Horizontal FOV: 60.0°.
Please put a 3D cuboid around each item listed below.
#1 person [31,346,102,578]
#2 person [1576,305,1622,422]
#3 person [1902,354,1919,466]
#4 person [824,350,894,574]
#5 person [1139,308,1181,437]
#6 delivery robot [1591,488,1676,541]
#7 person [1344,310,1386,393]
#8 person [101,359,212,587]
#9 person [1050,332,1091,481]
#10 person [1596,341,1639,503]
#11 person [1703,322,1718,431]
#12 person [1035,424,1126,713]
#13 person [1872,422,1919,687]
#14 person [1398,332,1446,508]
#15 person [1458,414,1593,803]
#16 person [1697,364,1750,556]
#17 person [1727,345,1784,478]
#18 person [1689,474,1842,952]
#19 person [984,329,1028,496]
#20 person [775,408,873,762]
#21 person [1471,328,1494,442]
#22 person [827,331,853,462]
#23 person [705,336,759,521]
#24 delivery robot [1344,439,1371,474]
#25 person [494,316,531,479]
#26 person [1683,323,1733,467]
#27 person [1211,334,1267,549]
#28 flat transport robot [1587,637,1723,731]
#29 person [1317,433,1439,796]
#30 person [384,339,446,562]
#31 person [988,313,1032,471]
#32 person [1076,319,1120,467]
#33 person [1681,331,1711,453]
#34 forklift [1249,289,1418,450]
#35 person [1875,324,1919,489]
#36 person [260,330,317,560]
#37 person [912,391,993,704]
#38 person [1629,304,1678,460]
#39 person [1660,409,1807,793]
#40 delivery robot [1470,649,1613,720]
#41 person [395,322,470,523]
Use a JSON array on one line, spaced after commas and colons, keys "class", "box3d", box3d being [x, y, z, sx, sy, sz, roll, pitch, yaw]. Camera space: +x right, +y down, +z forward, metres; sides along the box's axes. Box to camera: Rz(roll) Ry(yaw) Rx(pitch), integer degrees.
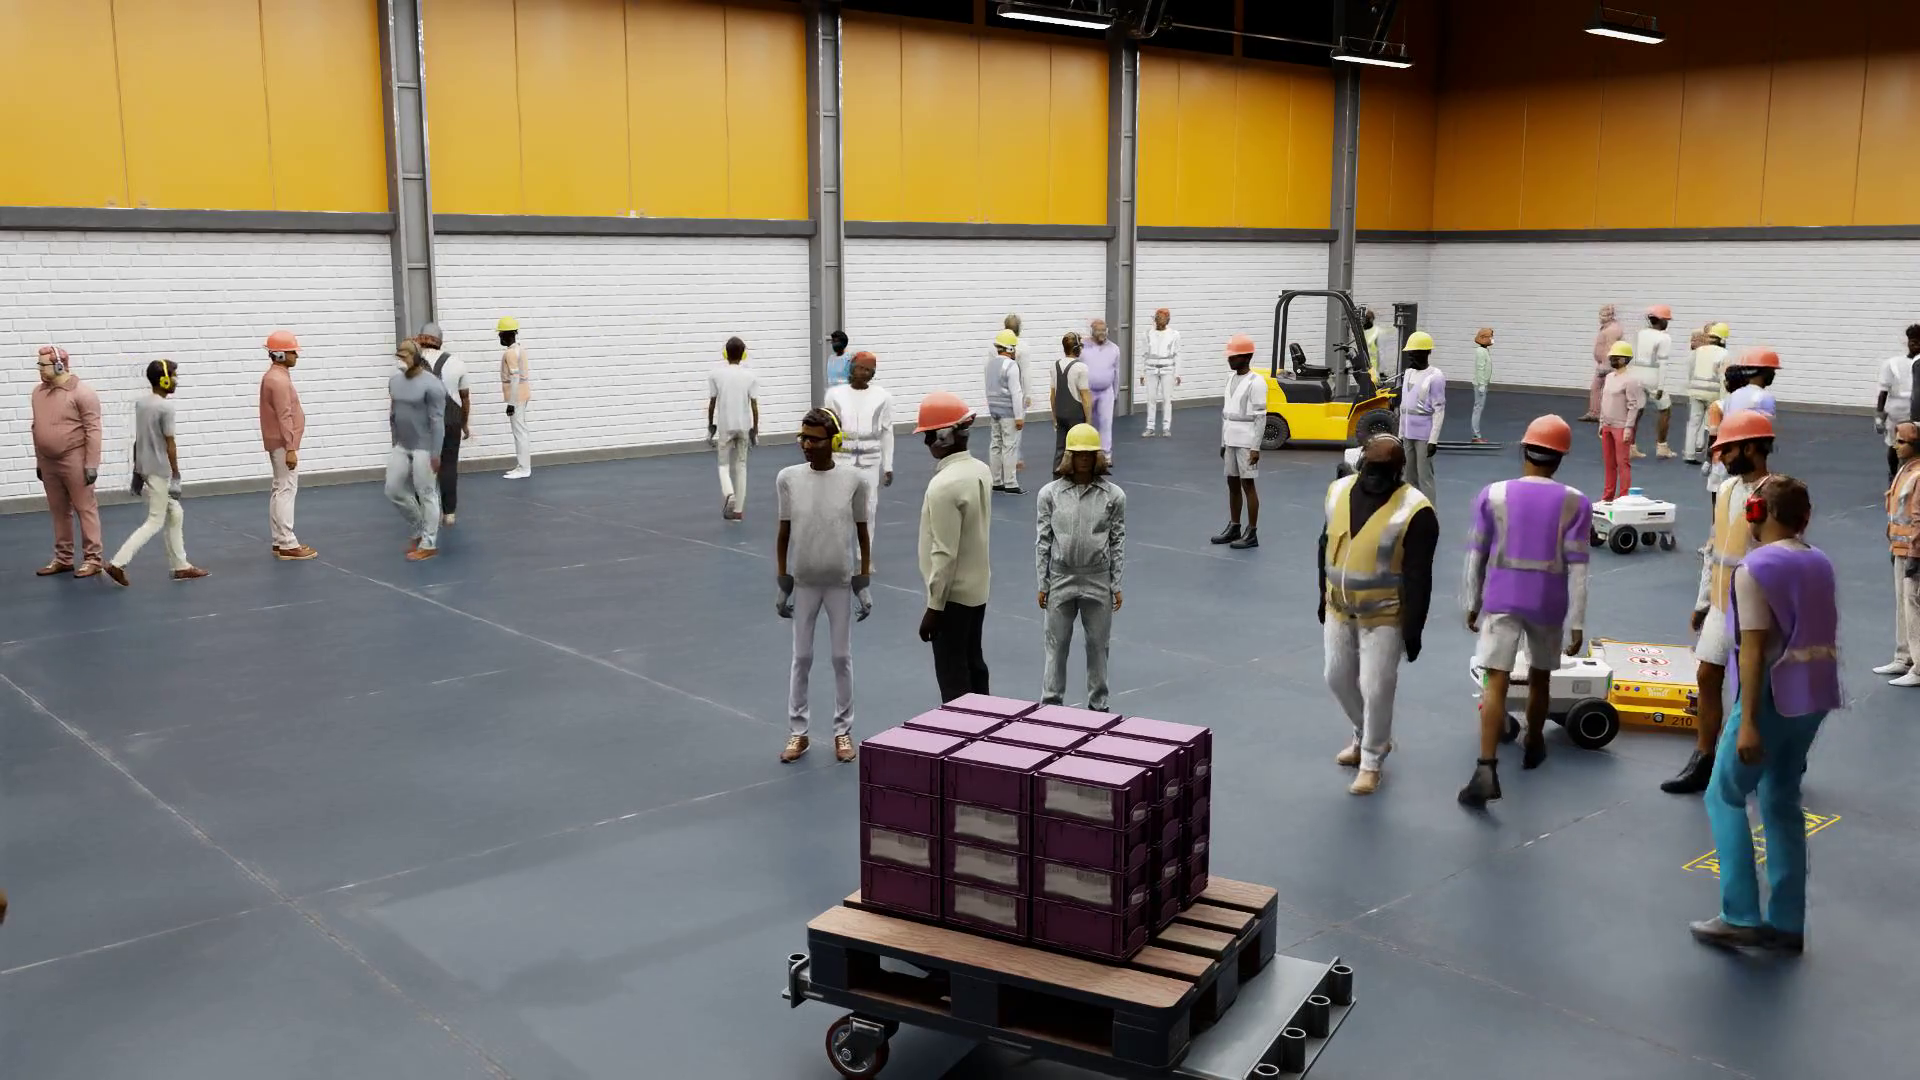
[{"class": "person", "box3d": [-7.361, -0.636, 13.669, 0.643, 1.905, 0.399, 3, 10, 19]}, {"class": "person", "box3d": [10.120, -2.744, 26.130, 0.805, 1.863, 0.677, 1, 10, 5]}, {"class": "person", "box3d": [10.325, -1.349, 17.818, 0.435, 1.916, 0.607, 8, 12, 39]}, {"class": "person", "box3d": [-0.906, -0.634, 13.811, 0.728, 1.845, 0.340, 0, 10, -1]}, {"class": "person", "box3d": [2.914, -2.428, 24.270, 0.623, 1.867, 0.343, 2, 10, 13]}, {"class": "delivery robot", "box3d": [6.042, -0.226, 14.931, 0.707, 0.478, 0.477, -3, 10, -14]}, {"class": "person", "box3d": [6.464, -2.749, 26.350, 0.937, 1.800, 0.616, -6, 12, -33]}, {"class": "person", "box3d": [-6.480, -0.526, 13.275, 0.563, 1.828, 0.854, 8, 12, 38]}, {"class": "person", "box3d": [1.174, -1.262, 17.502, 0.507, 1.846, 0.345, 9, 13, 42]}, {"class": "person", "box3d": [6.769, -1.167, 17.167, 0.300, 1.772, 0.532, -2, 10, -12]}, {"class": "person", "box3d": [11.325, -2.471, 25.178, 0.307, 1.641, 0.514, -3, 10, -15]}, {"class": "person", "box3d": [0.650, 0.241, 8.993, 0.487, 1.746, 0.289, 0, 10, 0]}, {"class": "person", "box3d": [5.871, 0.084, 10.262, 0.320, 1.628, 0.515, 3, 10, 14]}, {"class": "person", "box3d": [4.336, -1.006, 15.761, 0.366, 1.926, 0.592, -4, 10, -20]}, {"class": "person", "box3d": [2.774, 0.331, 8.173, 0.572, 1.883, 1.068, 4, 10, 20]}, {"class": "person", "box3d": [6.748, -0.686, 14.564, 0.538, 1.696, 0.317, -2, 10, -14]}, {"class": "person", "box3d": [6.329, -0.599, 13.377, 0.519, 1.924, 0.557, -1, 10, -3]}, {"class": "person", "box3d": [3.127, 0.657, 6.379, 0.615, 1.800, 0.482, -6, 11, -32]}, {"class": "person", "box3d": [0.517, -1.407, 18.377, 0.404, 1.835, 0.590, -6, 12, -33]}, {"class": "person", "box3d": [-0.709, 0.237, 8.671, 0.517, 1.865, 0.334, 0, 10, 2]}, {"class": "person", "box3d": [7.337, -2.155, 23.347, 0.285, 1.633, 0.497, 4, 10, 21]}, {"class": "person", "box3d": [-1.516, -1.808, 21.131, 0.316, 1.695, 0.542, -8, 13, -40]}, {"class": "person", "box3d": [-2.250, -1.081, 16.441, 0.543, 1.844, 0.479, -2, 10, -12]}, {"class": "delivery robot", "box3d": [4.676, -0.903, 18.897, 0.477, 0.478, 0.707, -3, 10, -17]}, {"class": "person", "box3d": [-5.301, -1.689, 19.759, 0.386, 1.927, 0.589, -1, 10, -5]}, {"class": "person", "box3d": [9.454, -1.809, 20.846, 0.829, 1.795, 0.615, -6, 11, -31]}, {"class": "person", "box3d": [2.521, -0.889, 15.051, 0.364, 1.934, 0.553, -5, 11, -25]}, {"class": "flat transport robot", "box3d": [4.093, 0.829, 9.861, 0.652, 0.197, 1.431, 3, 10, 18]}, {"class": "person", "box3d": [2.075, 0.352, 8.196, 0.631, 1.803, 0.682, -8, 13, -39]}, {"class": "person", "box3d": [-4.702, -0.765, 14.341, 0.652, 1.928, 0.435, 5, 11, 29]}, {"class": "person", "box3d": [0.627, -1.813, 20.456, 0.635, 1.936, 0.354, 9, 13, 43]}, {"class": "person", "box3d": [1.719, -1.891, 21.164, 0.646, 1.859, 0.989, -1, 10, -8]}, {"class": "person", "box3d": [9.881, -1.977, 22.304, 0.265, 1.631, 0.507, 3, 10, 18]}, {"class": "forklift", "box3d": [5.034, -2.339, 22.783, 2.313, 2.155, 1.214, 3, 10, 16]}, {"class": "person", "box3d": [10.190, -1.367, 17.878, 0.603, 1.933, 0.946, 5, 11, 28]}, {"class": "person", "box3d": [-5.878, -0.827, 14.516, 0.394, 1.992, 0.622, -6, 11, -30]}, {"class": "person", "box3d": [-0.040, 0.266, 8.143, 0.390, 1.986, 0.609, 3, 10, 19]}, {"class": "person", "box3d": [9.014, -2.037, 21.558, 0.815, 2.013, 0.635, -4, 11, -23]}, {"class": "person", "box3d": [3.795, 0.315, 8.105, 0.597, 1.905, 0.581, -2, 10, -12]}, {"class": "delivery robot", "box3d": [3.171, 0.770, 9.103, 0.707, 0.478, 0.477, 1, 10, 4]}, {"class": "person", "box3d": [-5.172, -1.160, 16.332, 0.722, 2.000, 0.618, -4, 11, -23]}]
